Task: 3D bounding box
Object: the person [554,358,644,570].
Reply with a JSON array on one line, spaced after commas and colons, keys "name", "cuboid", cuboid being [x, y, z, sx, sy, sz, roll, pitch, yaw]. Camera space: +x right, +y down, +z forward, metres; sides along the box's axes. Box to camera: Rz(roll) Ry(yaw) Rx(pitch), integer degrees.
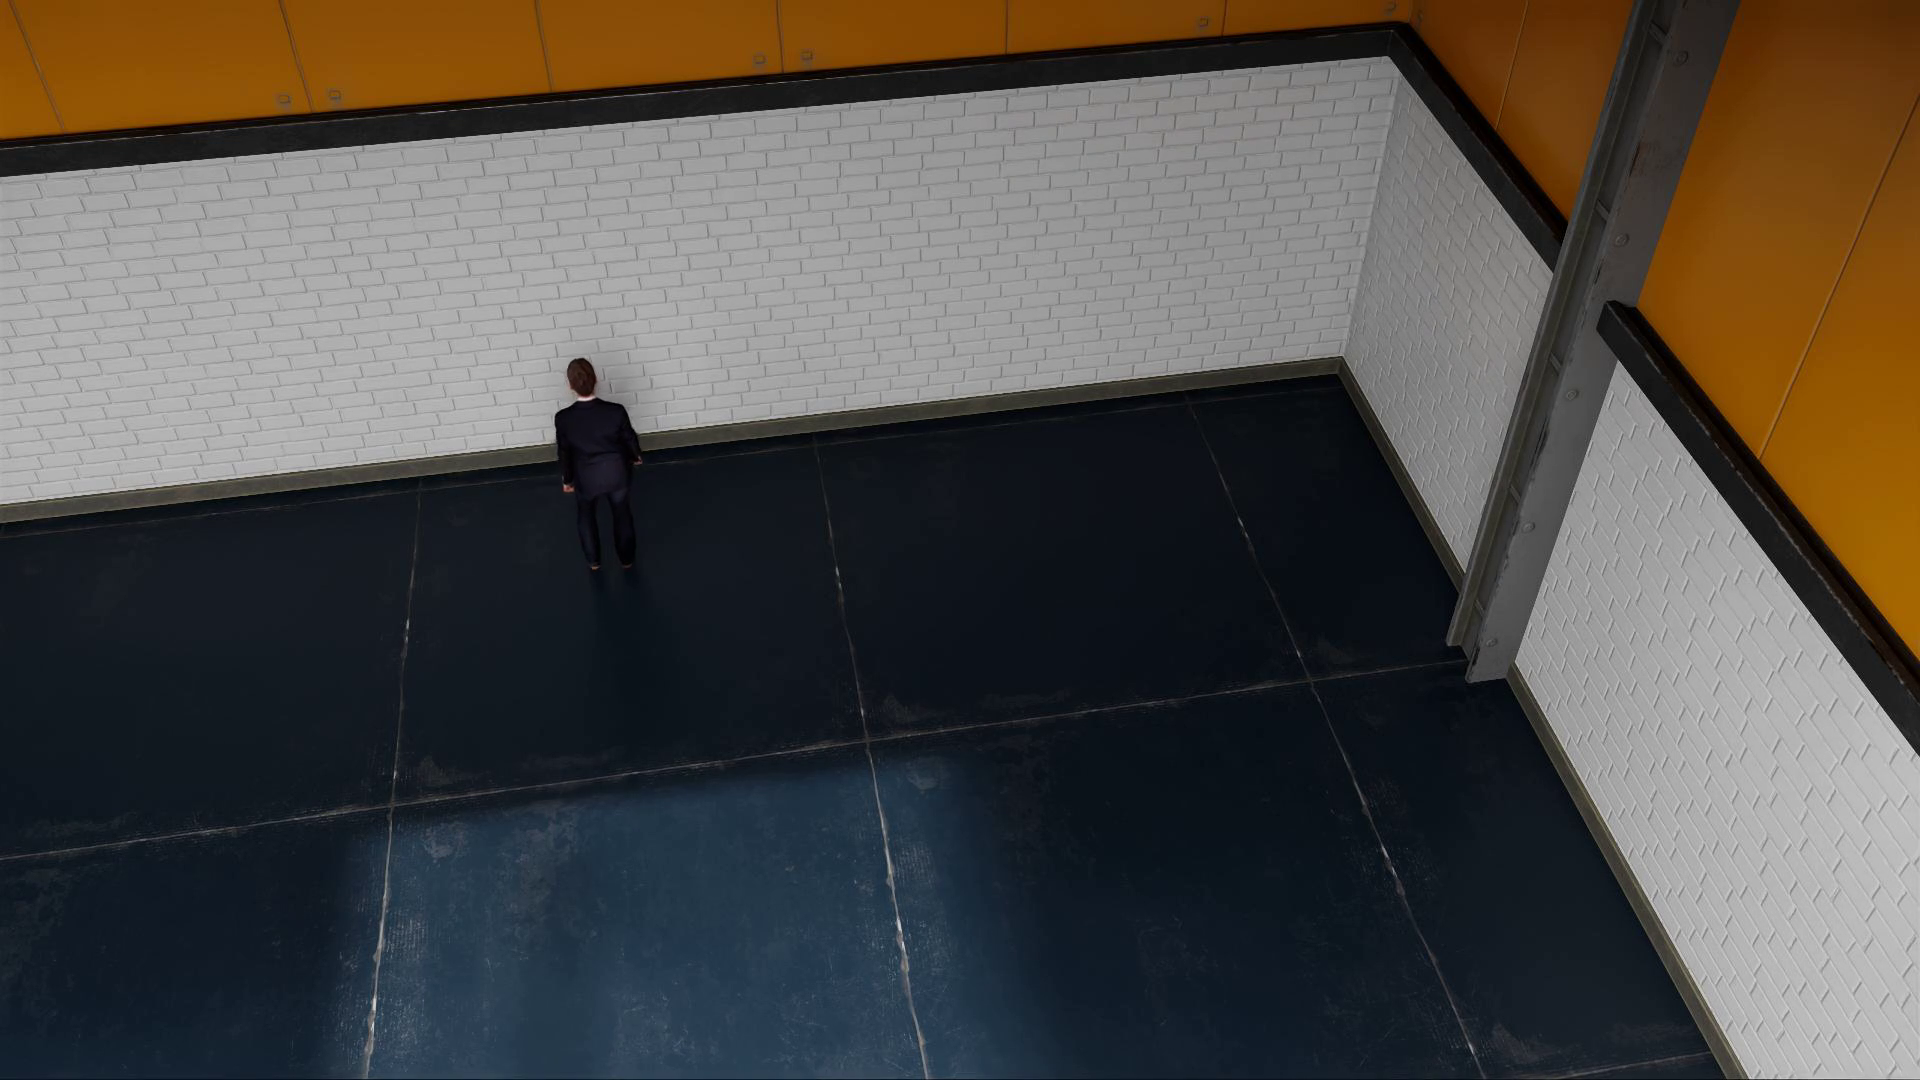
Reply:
[{"name": "person", "cuboid": [-2.438, -0.461, 11.320, 0.696, 1.812, 0.626, -6, 44, -7]}]
